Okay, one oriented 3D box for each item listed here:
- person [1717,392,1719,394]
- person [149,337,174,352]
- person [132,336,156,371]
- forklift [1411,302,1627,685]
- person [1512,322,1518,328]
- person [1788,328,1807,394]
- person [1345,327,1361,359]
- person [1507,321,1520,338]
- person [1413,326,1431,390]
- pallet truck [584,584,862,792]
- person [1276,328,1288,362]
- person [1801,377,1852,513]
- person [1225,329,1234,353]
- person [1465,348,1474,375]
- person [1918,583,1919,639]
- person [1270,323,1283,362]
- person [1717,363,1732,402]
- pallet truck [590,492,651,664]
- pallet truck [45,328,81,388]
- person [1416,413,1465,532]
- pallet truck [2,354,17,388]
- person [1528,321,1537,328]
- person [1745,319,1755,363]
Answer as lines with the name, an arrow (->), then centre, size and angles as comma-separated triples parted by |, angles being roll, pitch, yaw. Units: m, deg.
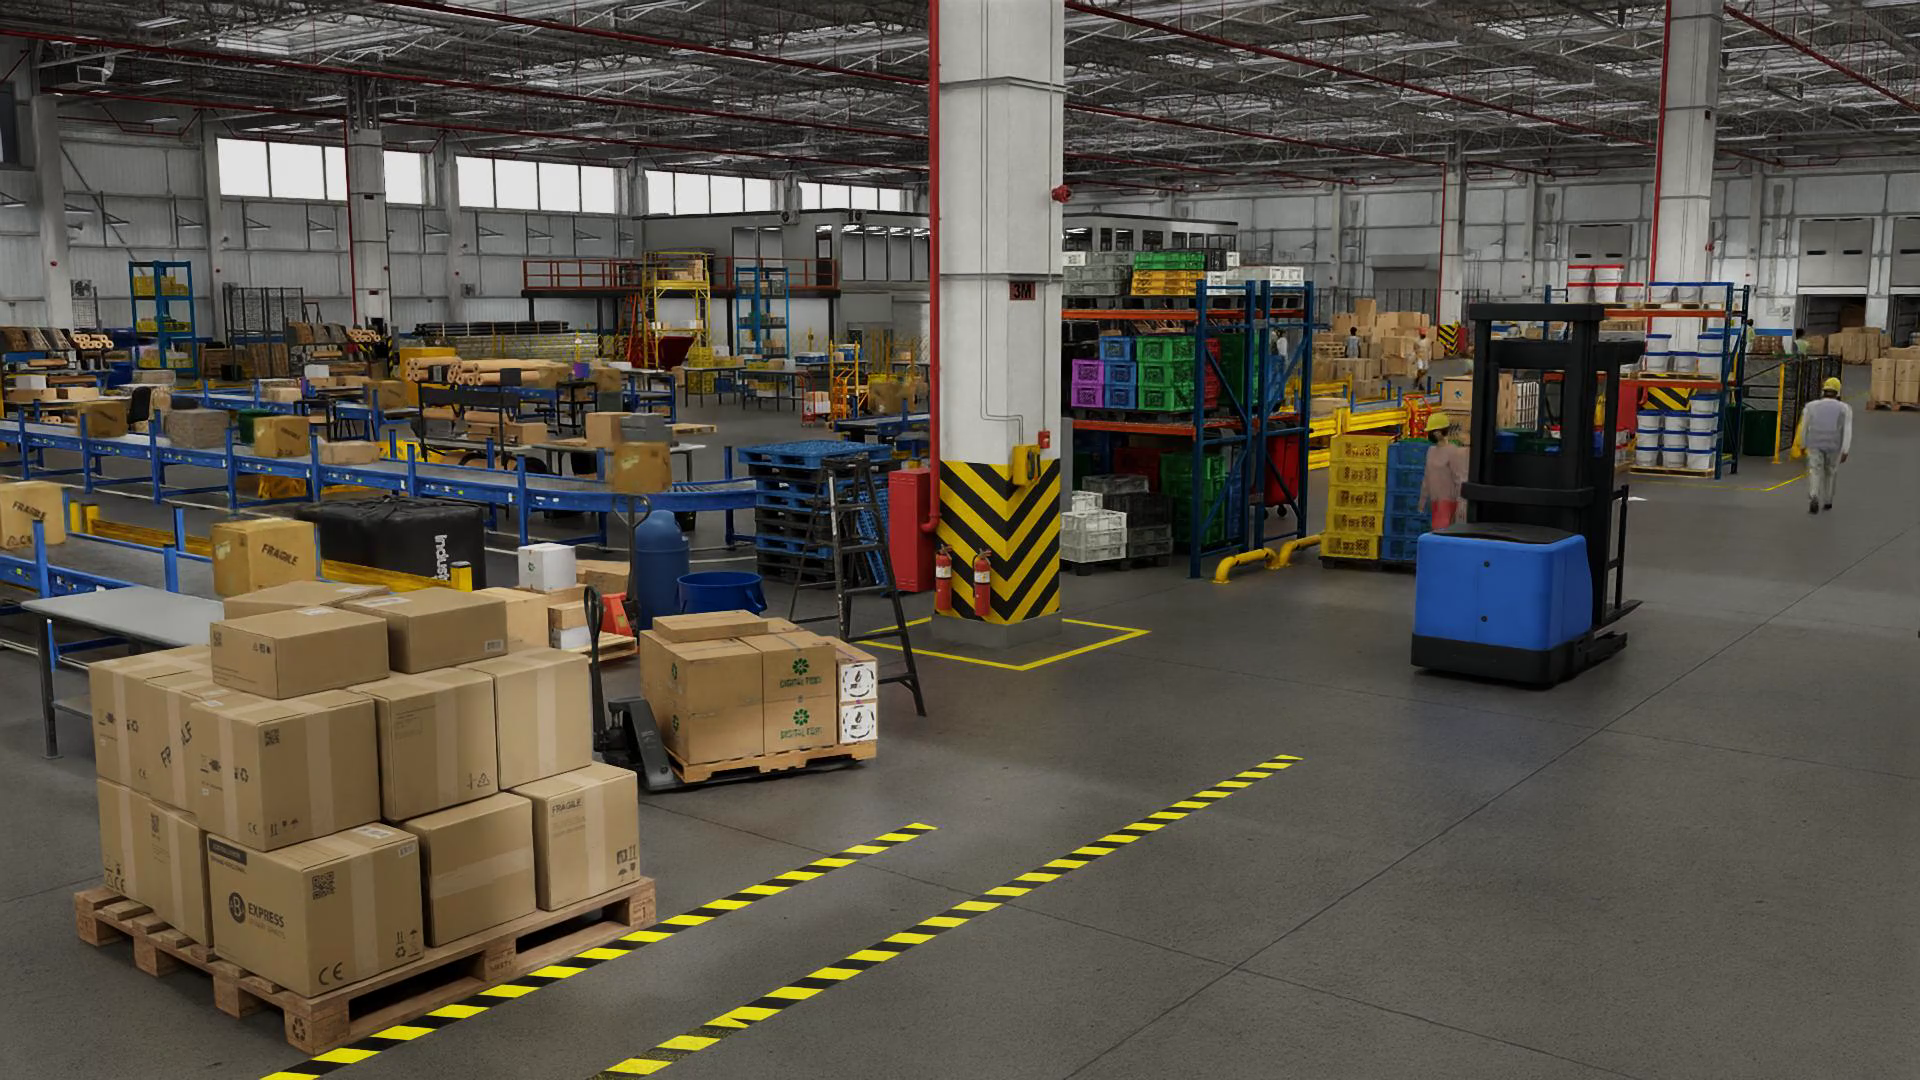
person -> 17.533, -3.799, 38.668 | 0.549, 1.936, 0.377 | 1, 8, 5
person -> -21.459, -4.672, 44.734 | 0.648, 1.886, 0.763 | -3, 9, -19
person -> -19.475, -3.993, 39.751 | 0.616, 2.015, 0.950 | 1, 8, 4
forklift -> 4.379, -0.438, 12.852 | 1.129, 2.768, 1.873 | 7, 11, 37
person -> 26.341, -9.763, 78.909 | 0.366, 1.927, 0.591 | 3, 9, 17
person -> 23.935, -5.082, 47.448 | 0.615, 1.900, 0.494 | -5, 10, -32
person -> 12.153, -5.655, 51.439 | 0.508, 1.865, 0.329 | 3, 9, 18
person -> 23.927, -8.623, 71.889 | 0.504, 1.727, 0.395 | 4, 9, 27
person -> 13.782, -5.422, 49.689 | 0.557, 1.914, 0.570 | -2, 9, -13
pallet truck -> -1.426, 0.805, 10.019 | 1.601, 1.201, 0.680 | -4, 9, -26
person -> 9.775, -5.489, 50.368 | 0.528, 1.850, 0.740 | -6, 10, -34
person -> 11.433, -1.253, 21.978 | 0.594, 1.804, 0.807 | 4, 9, 27
person -> 7.474, -4.928, 46.181 | 0.368, 1.967, 0.602 | 1, 8, 4
person -> 12.049, -3.685, 39.000 | 0.503, 1.617, 0.484 | 6, 10, 36
person -> 6.351, 0.520, 10.498 | 0.539, 1.660, 0.851 | 5, 10, 29
person -> 11.409, -6.914, 59.978 | 0.513, 1.845, 0.340 | -4, 9, -25
person -> 16.685, -3.381, 36.497 | 0.549, 1.738, 0.569 | 0, 8, 0
pallet truck -> -3.115, 0.344, 12.883 | 0.653, 1.274, 1.630 | 7, 11, 37
pallet truck -> -23.775, -4.544, 43.495 | 1.885, 1.965, 0.823 | 6, 10, 35
person -> 4.594, -0.360, 16.128 | 0.669, 1.736, 0.540 | -2, 9, -15
pallet truck -> -24.881, -4.417, 42.634 | 1.885, 1.965, 0.823 | 8, 11, 41
person -> 27.220, -9.789, 79.064 | 0.596, 1.939, 0.414 | -8, 11, -42
person -> 32.650, -8.220, 68.798 | 0.637, 1.842, 0.429 | -7, 11, -41
